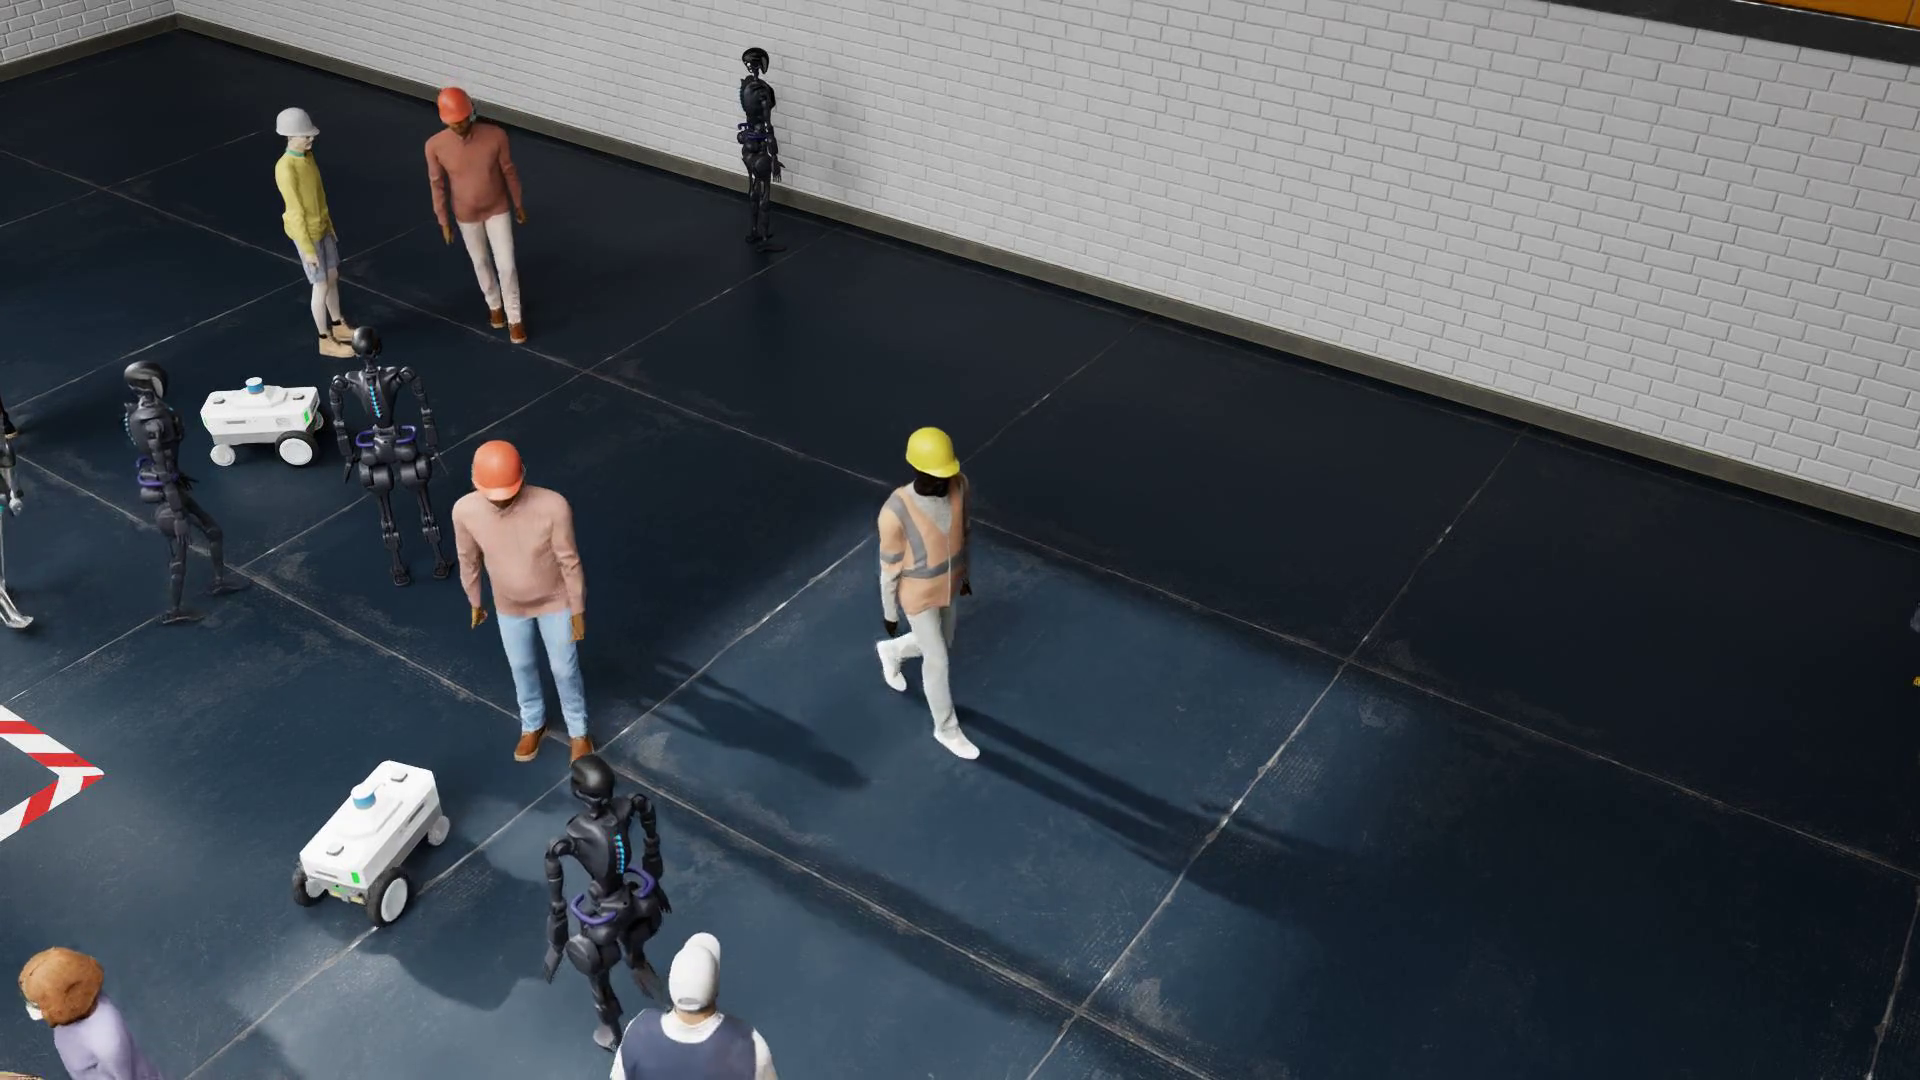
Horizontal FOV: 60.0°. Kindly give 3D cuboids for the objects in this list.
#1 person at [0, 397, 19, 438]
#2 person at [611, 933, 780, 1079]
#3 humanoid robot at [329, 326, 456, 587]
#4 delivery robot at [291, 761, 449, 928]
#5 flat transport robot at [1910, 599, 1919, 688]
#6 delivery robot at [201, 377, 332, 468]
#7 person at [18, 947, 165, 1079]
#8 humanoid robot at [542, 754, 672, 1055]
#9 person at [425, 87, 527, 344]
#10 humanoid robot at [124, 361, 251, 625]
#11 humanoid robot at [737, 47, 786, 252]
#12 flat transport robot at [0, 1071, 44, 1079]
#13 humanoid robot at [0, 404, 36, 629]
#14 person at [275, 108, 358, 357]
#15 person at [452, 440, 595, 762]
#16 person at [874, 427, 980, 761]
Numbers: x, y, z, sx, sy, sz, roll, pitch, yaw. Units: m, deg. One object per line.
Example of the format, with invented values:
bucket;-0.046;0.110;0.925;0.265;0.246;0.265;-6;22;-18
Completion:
person;-6.654;-1.409;10.811;0.387;1.956;0.600;-5;35;-8
person;-0.908;2.075;6.022;0.762;1.733;0.737;1;35;1
humanoid robot;-3.327;-0.488;9.720;0.599;1.657;0.315;-7;36;-10
delivery robot;-2.814;1.428;7.969;0.499;0.589;0.782;11;36;15
flat transport robot;6.074;0.783;9.144;1.431;0.231;0.659;-11;37;-16
delivery robot;-4.648;-0.801;11.176;0.811;0.613;0.499;-3;35;-5
person;-3.138;2.087;6.124;0.515;1.588;0.779;26;43;32
humanoid robot;-1.407;1.568;6.798;0.420;1.650;0.609;27;43;33
person;-3.520;-2.382;12.196;0.632;1.954;0.778;-8;36;-11
humanoid robot;-4.461;-0.271;9.426;0.568;1.642;0.616;-15;38;-20
humanoid robot;-1.638;-3.205;13.603;0.315;1.657;0.599;-14;37;-19
flat transport robot;-4.336;2.629;6.507;0.659;0.231;1.431;7;36;10
humanoid robot;-5.626;-0.302;9.402;0.559;1.722;0.934;-28;44;-34
person;-4.668;-2.210;12.024;0.413;1.881;0.483;1;35;1
person;-2.174;0.328;8.322;0.656;1.975;0.454;1;35;1
person;-0.190;0.211;8.542;0.801;1.902;0.589;28;44;34
